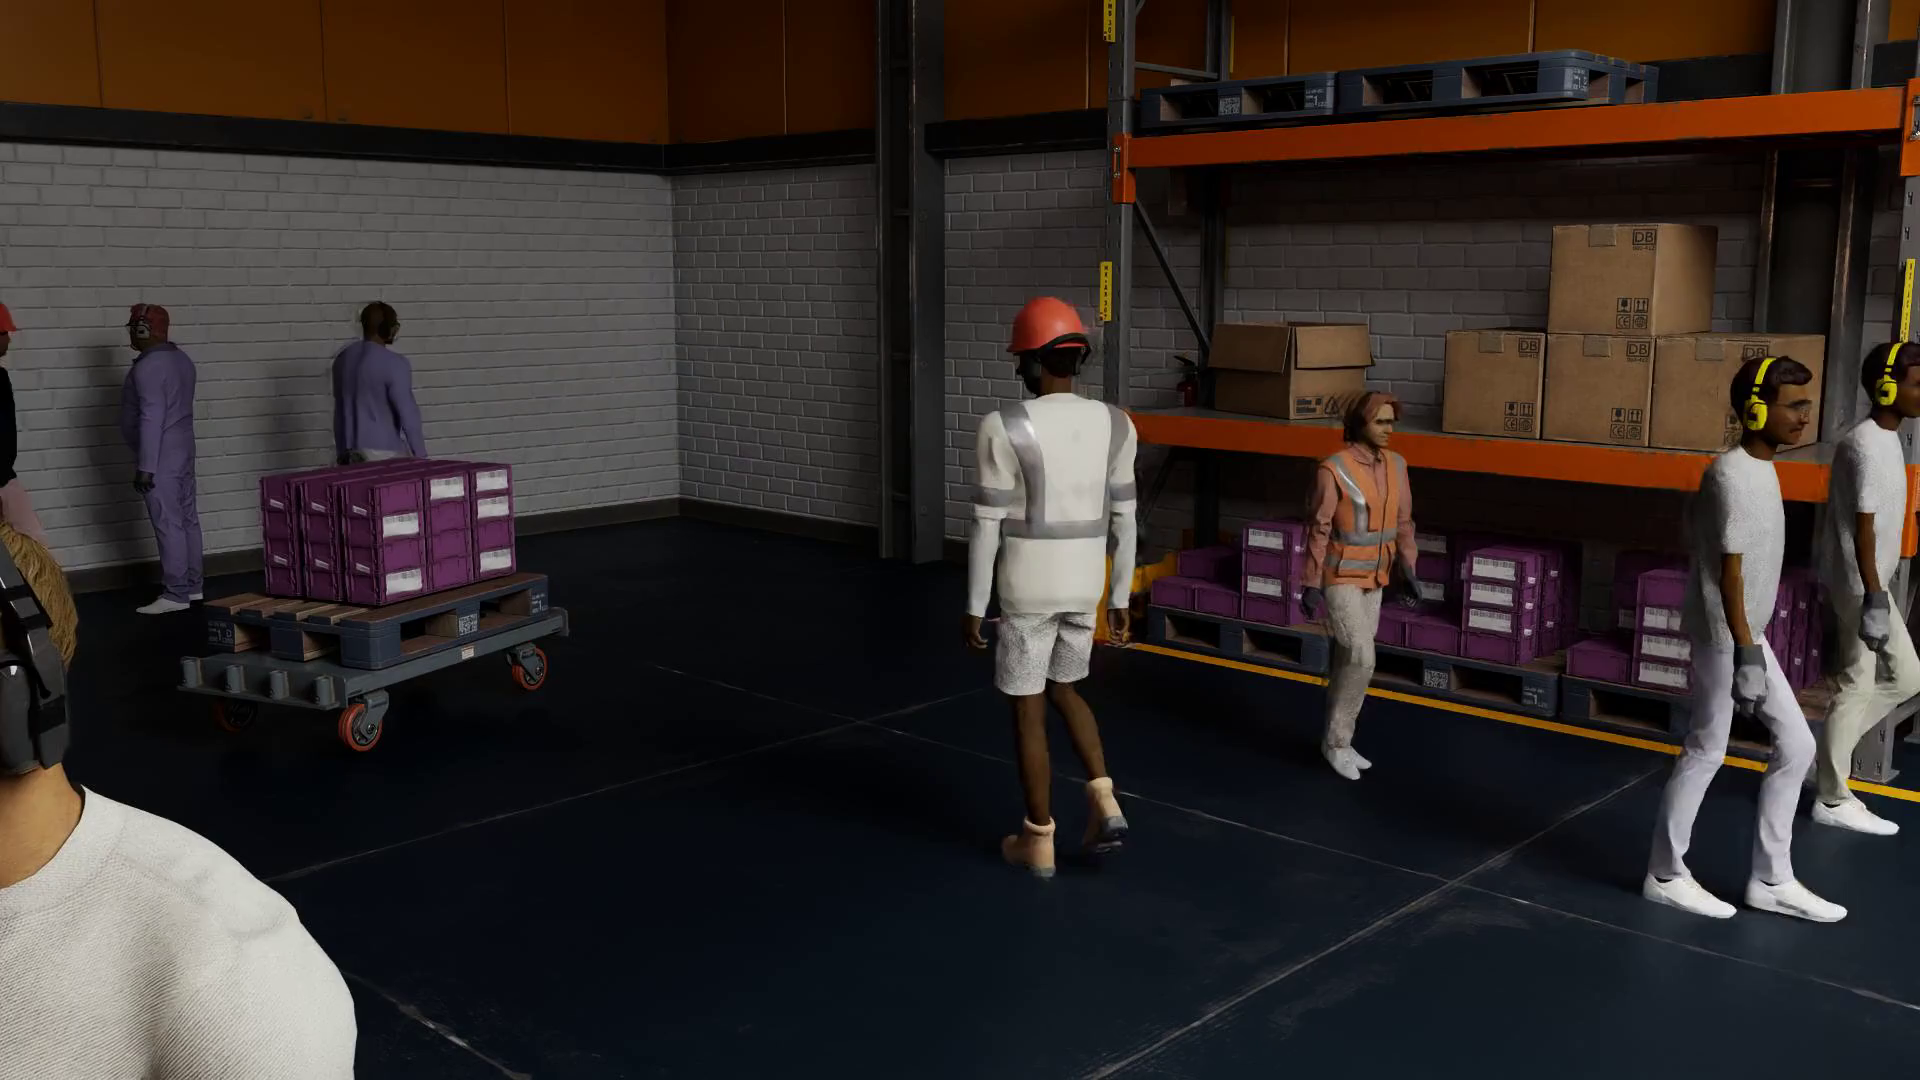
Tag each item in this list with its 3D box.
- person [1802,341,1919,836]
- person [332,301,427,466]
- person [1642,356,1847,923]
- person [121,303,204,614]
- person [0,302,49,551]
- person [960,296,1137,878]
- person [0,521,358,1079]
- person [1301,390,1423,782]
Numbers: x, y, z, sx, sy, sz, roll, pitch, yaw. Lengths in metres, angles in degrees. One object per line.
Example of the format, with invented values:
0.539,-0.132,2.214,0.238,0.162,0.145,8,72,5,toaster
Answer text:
3.419,0.190,6.206,0.388,1.855,0.567,6,11,34,person
-3.684,-0.578,10.753,0.653,1.904,0.818,6,11,33,person
2.585,0.342,5.316,0.742,1.842,0.554,7,12,39,person
-4.950,-0.499,10.284,0.404,1.909,0.636,-1,9,-4,person
-5.252,-0.328,9.056,0.644,1.967,0.629,0,9,0,person
0.313,0.179,5.779,0.616,2.029,0.468,-5,11,-30,person
-0.824,0.919,1.490,0.631,1.939,0.370,2,10,15,person
1.678,0.189,6.931,0.532,1.621,0.478,-8,12,-40,person
